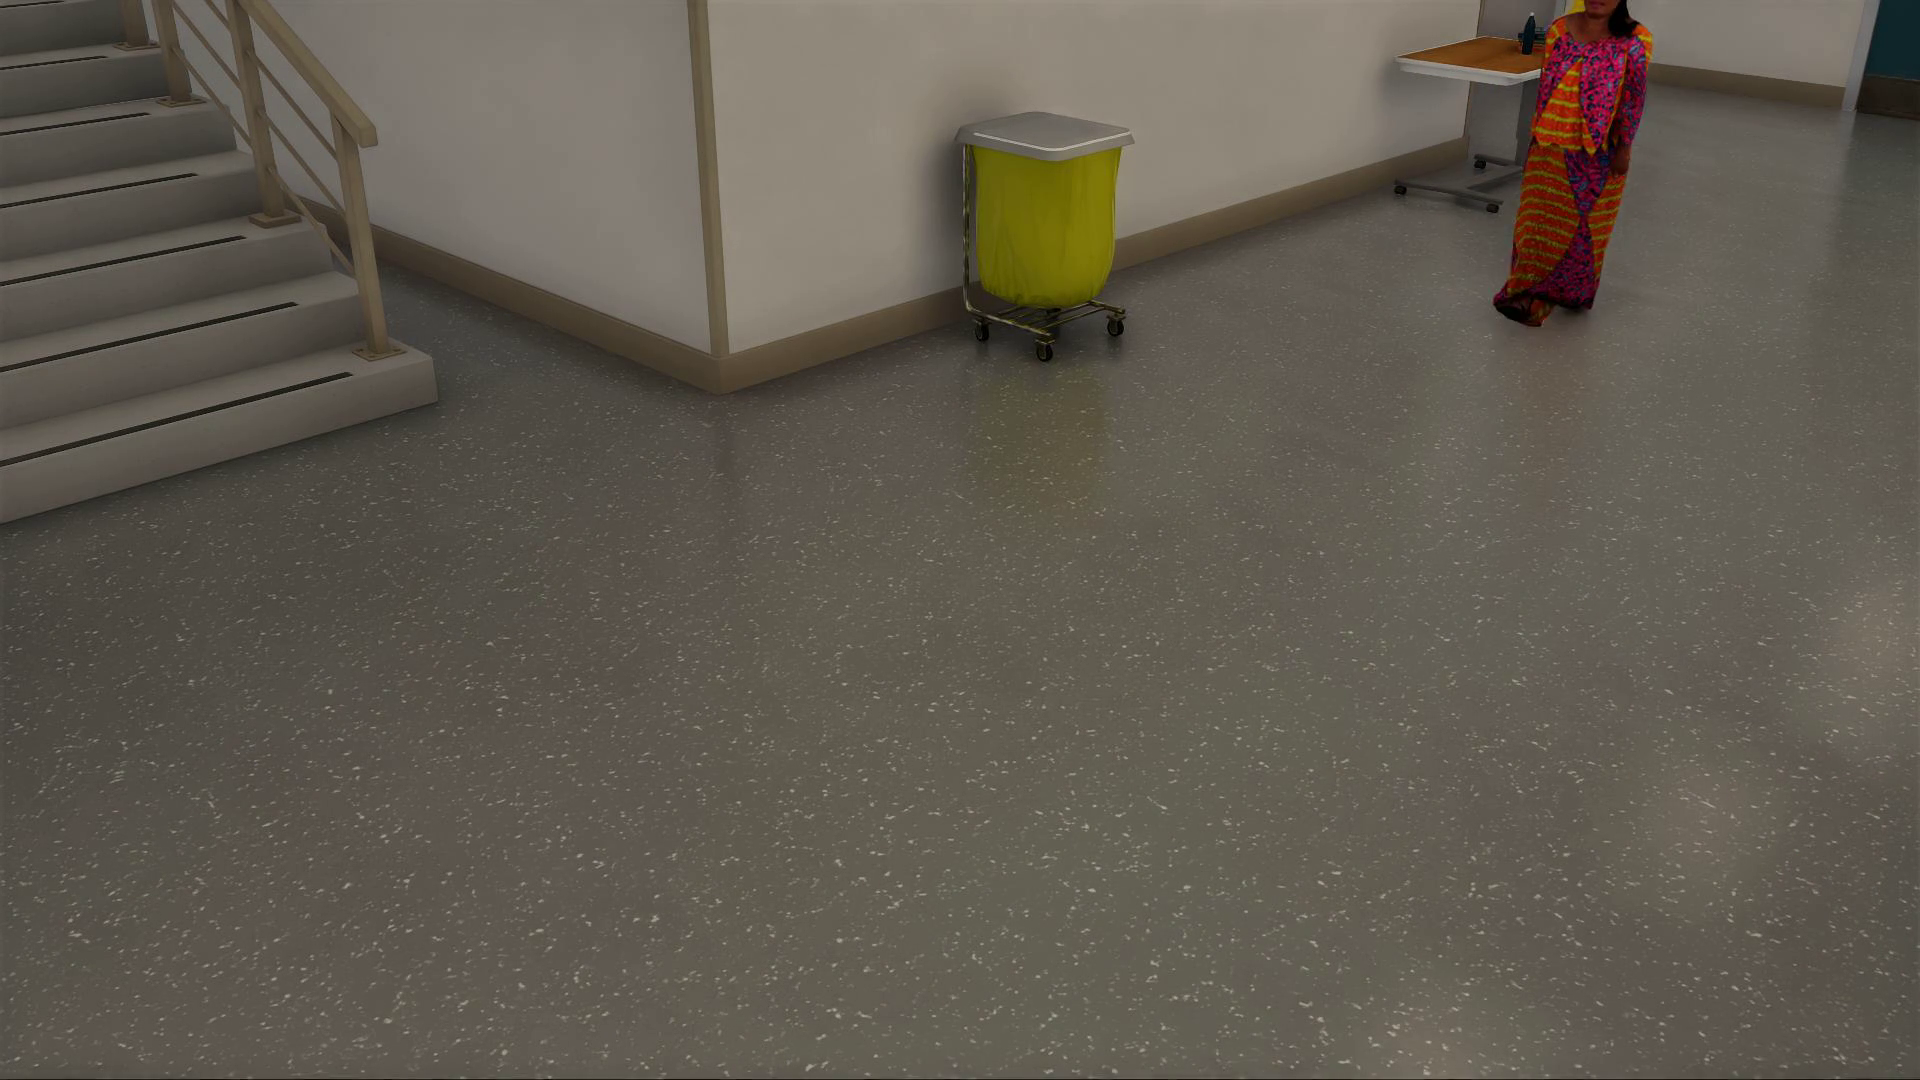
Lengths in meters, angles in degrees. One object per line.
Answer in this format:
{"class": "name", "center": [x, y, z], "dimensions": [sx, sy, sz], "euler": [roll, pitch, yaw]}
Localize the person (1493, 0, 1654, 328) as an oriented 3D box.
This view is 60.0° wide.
{"class": "person", "center": [2.893, -1.861, 7.672], "dimensions": [1.068, 1.672, 0.853], "euler": [16, 30, 30]}
